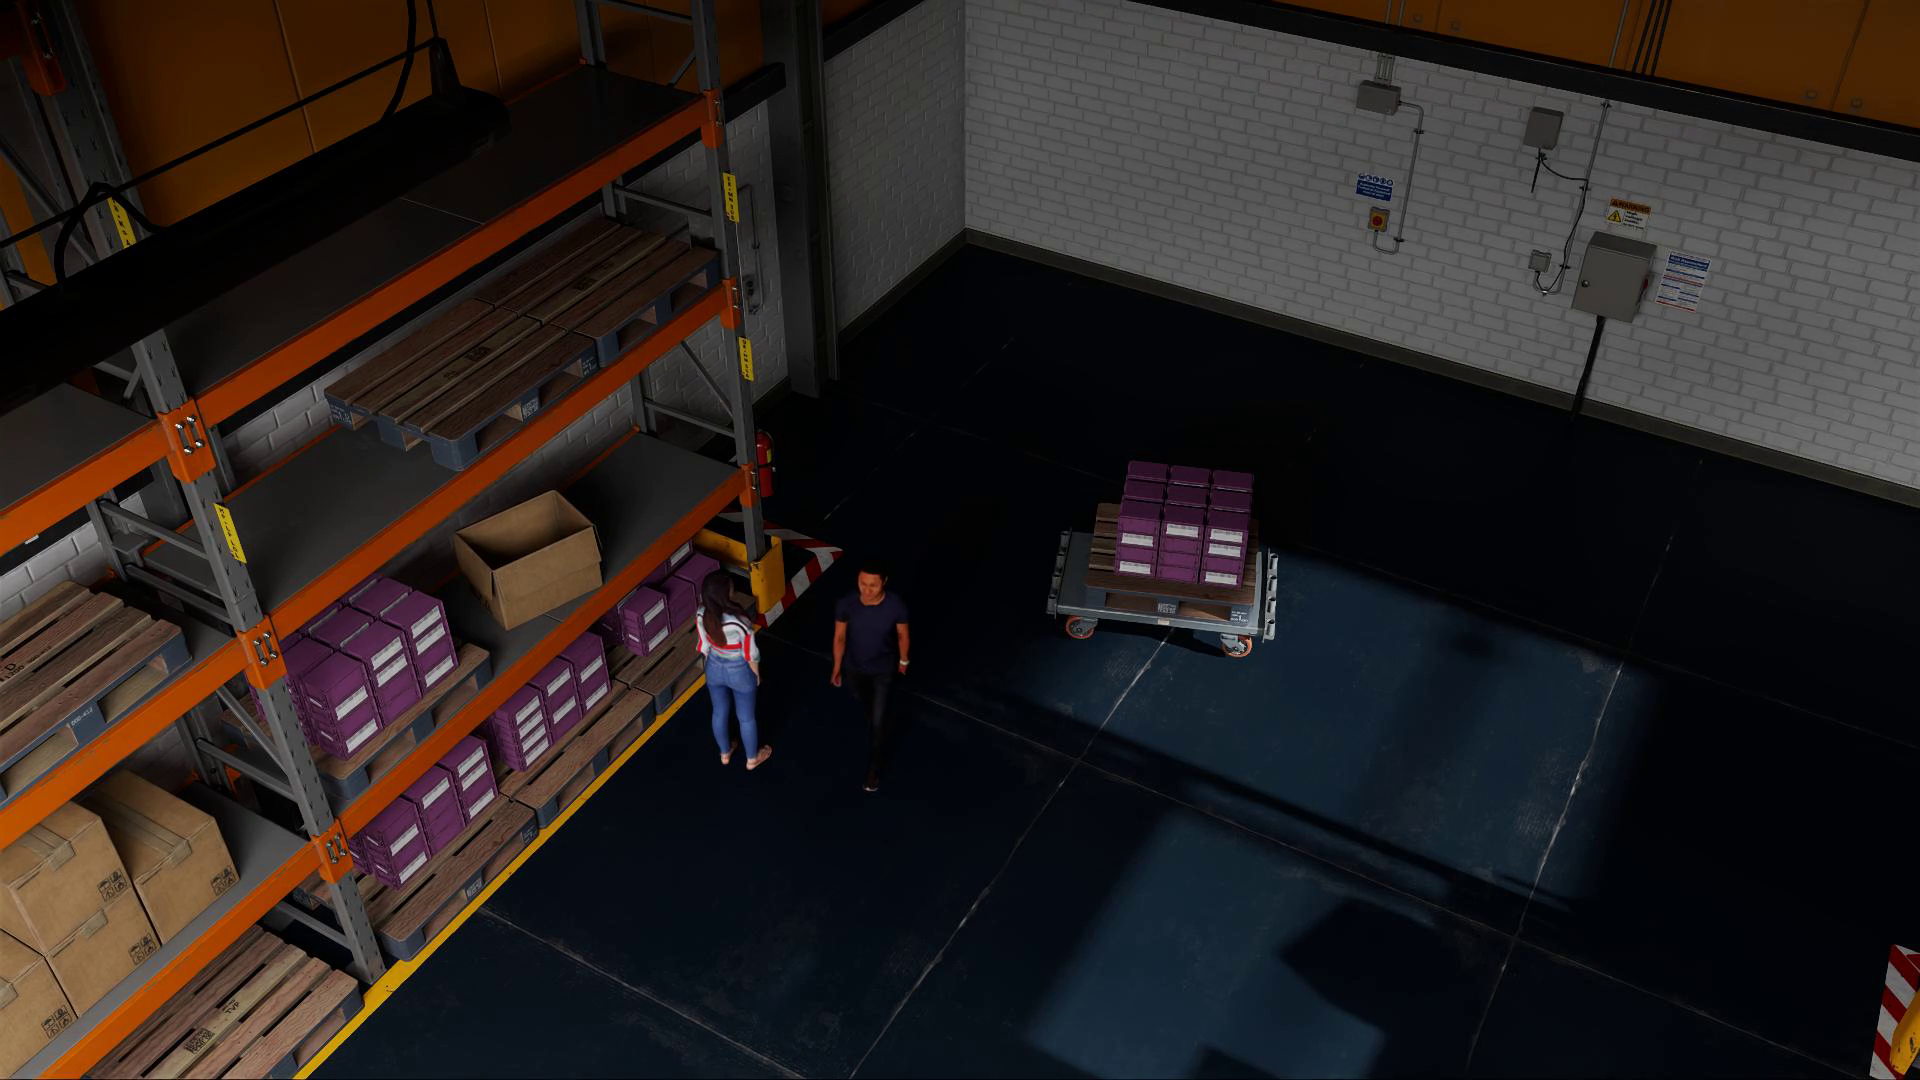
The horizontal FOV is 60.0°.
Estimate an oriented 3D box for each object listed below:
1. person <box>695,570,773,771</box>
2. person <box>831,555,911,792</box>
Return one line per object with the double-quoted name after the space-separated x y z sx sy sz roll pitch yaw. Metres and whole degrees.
-1.509 0.854 10.899 0.614 1.612 0.554 13 40 16 "person"
-0.572 0.740 10.922 0.935 1.762 1.222 6 39 8 "person"
